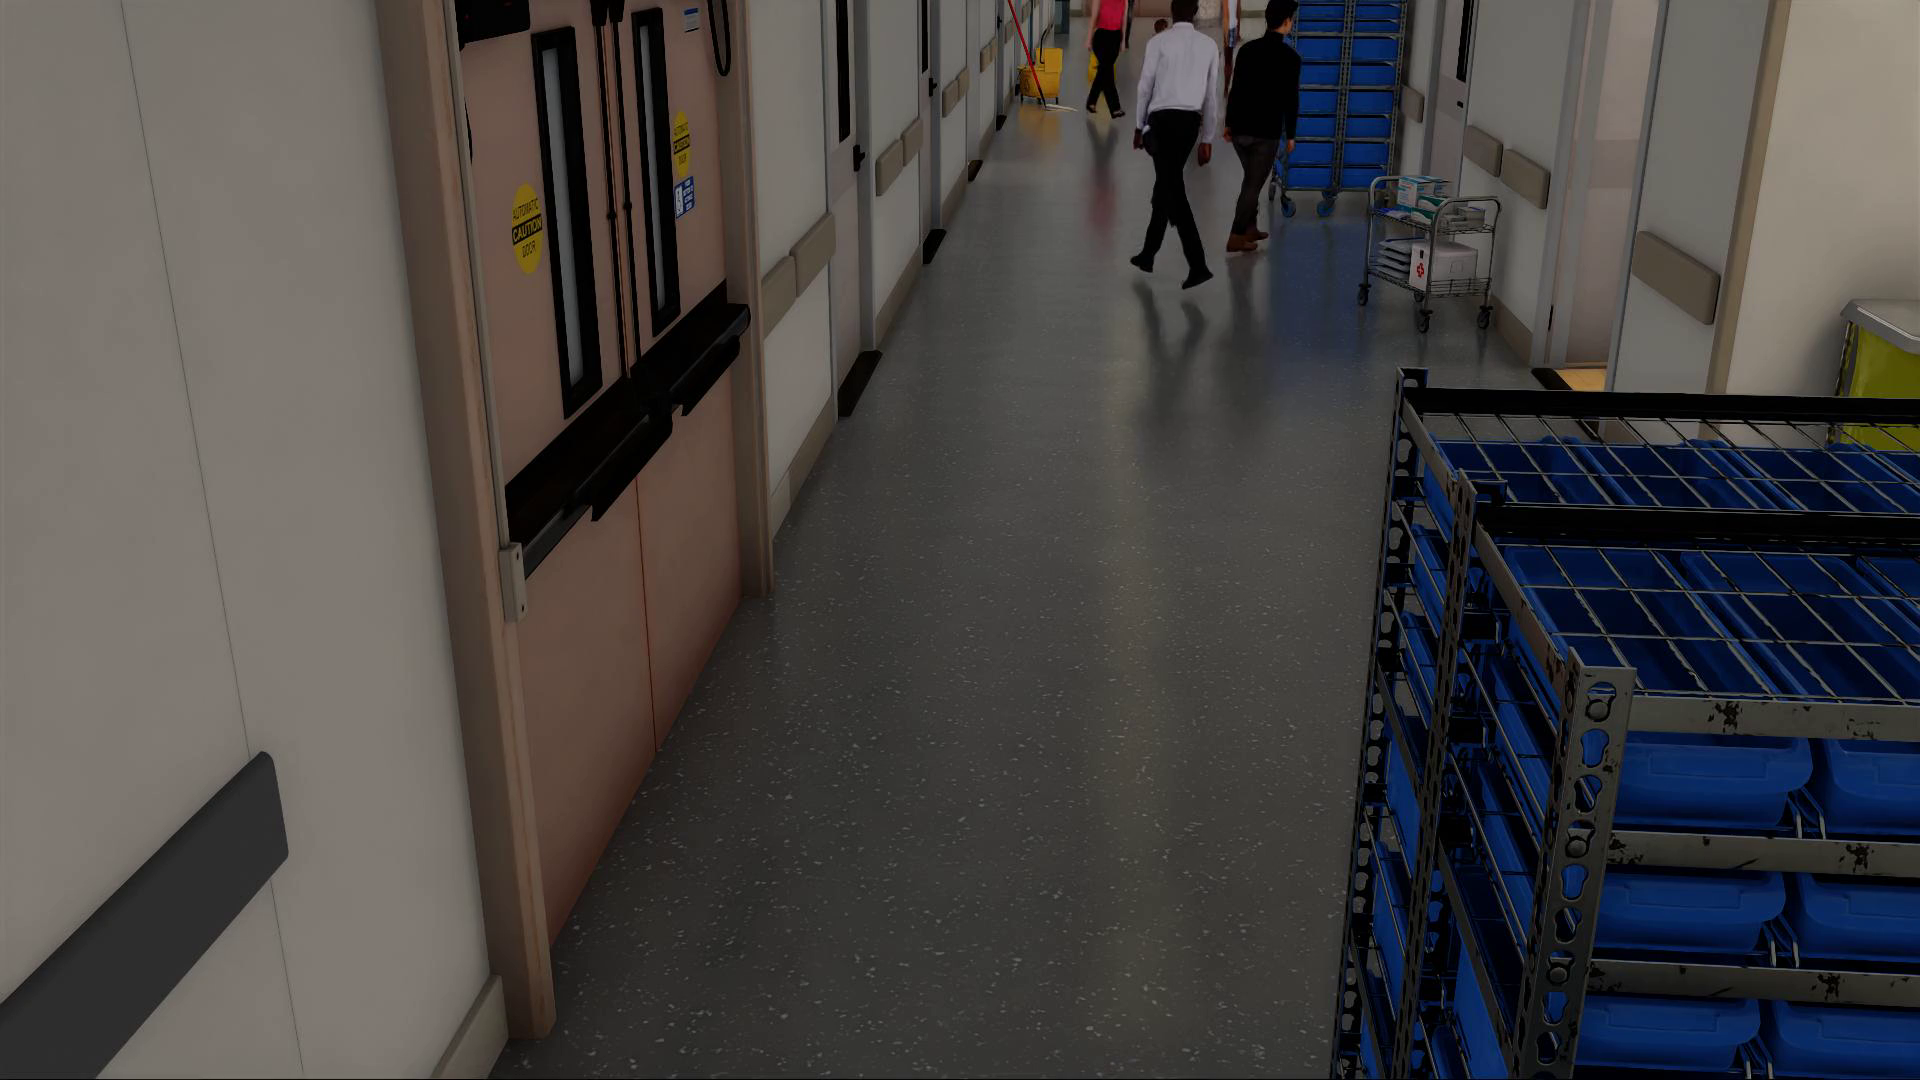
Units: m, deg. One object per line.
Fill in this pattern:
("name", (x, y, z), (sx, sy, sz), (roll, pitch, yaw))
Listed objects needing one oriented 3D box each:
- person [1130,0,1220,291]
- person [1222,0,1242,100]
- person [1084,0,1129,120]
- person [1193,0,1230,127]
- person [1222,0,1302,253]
("person", (1.345, -2.420, 10.203), (1.011, 1.788, 1.330), (-7, 22, -19))
("person", (3.309, -6.459, 20.949), (0.660, 1.731, 0.559), (-1, 21, -2))
("person", (1.621, -5.576, 18.798), (1.051, 1.603, 1.225), (-10, 23, -24))
("person", (2.695, -5.425, 18.118), (0.668, 1.802, 0.952), (5, 21, 12))
("person", (1.995, -2.818, 11.384), (0.943, 1.697, 0.879), (-19, 28, -40))
